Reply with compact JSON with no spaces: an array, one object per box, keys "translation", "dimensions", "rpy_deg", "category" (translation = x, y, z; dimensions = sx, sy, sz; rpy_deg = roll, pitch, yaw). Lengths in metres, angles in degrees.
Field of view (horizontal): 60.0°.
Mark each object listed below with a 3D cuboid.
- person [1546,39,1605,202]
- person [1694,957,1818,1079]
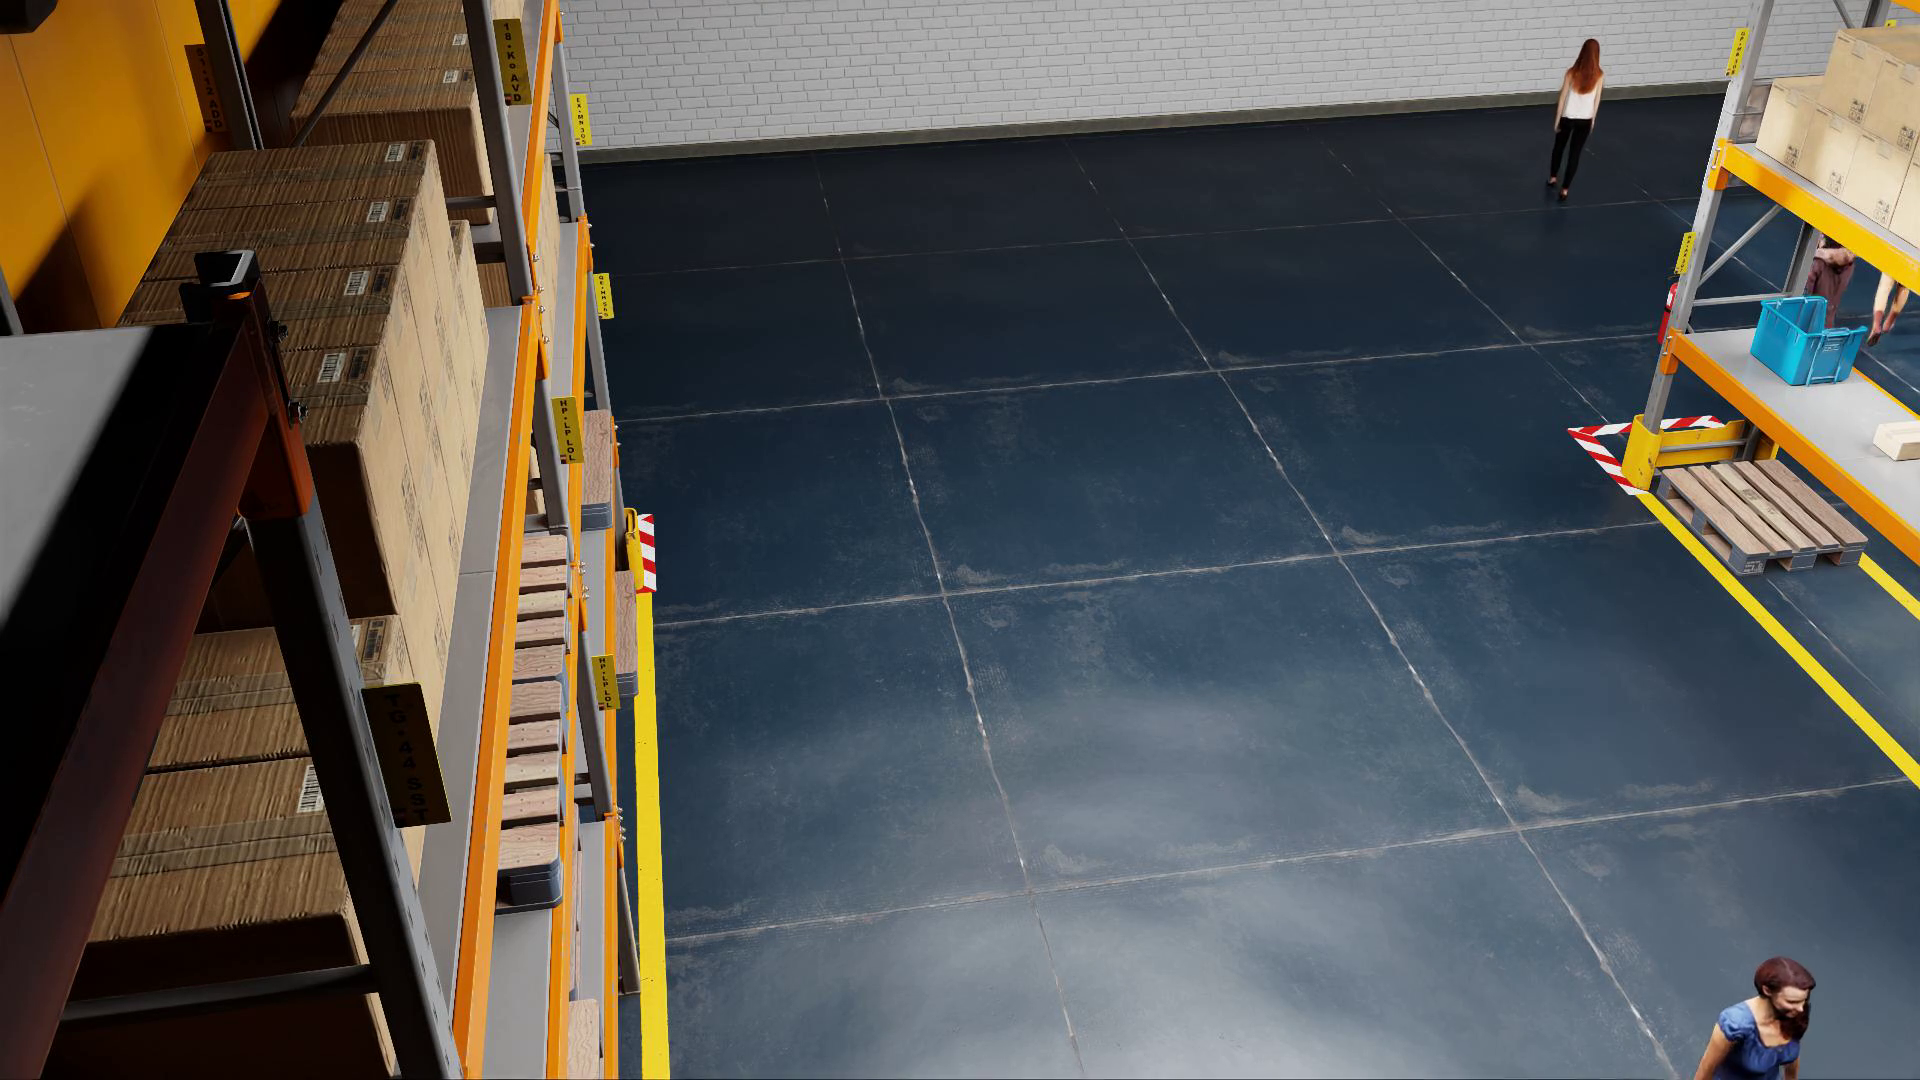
[{"translation":[6.612,-4.478,17.850],"dimensions":[0.752,1.705,0.849],"rpy_deg":[11,35,16],"category":"person"},{"translation":[3.350,2.445,7.366],"dimensions":[0.813,1.782,1.042],"rpy_deg":[-15,37,-22],"category":"person"}]
